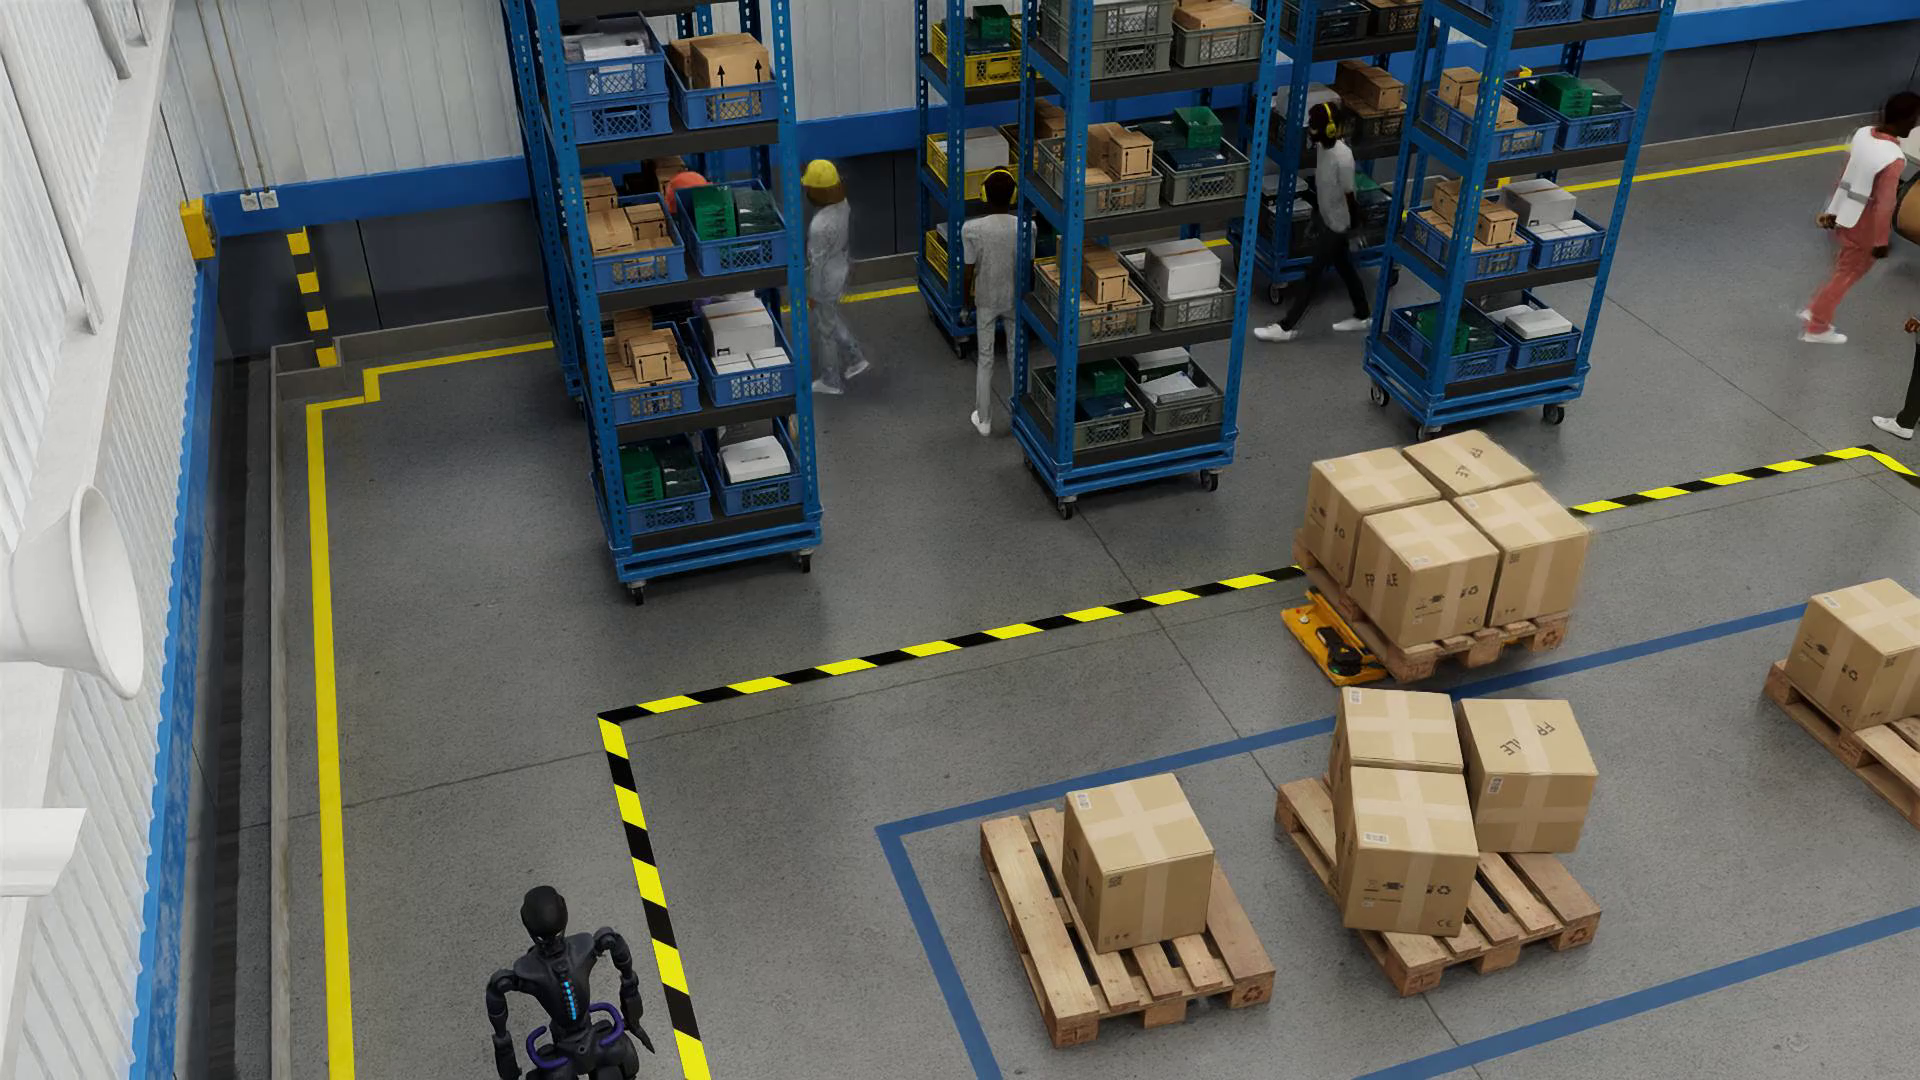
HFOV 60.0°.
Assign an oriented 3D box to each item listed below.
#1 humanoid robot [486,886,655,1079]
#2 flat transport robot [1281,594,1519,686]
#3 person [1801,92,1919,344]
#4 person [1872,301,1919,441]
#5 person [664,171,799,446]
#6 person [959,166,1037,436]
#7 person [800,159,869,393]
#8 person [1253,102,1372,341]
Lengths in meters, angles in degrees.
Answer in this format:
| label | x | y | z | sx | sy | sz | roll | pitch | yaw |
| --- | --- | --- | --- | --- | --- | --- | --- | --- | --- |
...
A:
| label | x | y | z | sx | sy | sz | roll | pitch | yaw |
| --- | --- | --- | --- | --- | --- | --- | --- | --- | --- |
| humanoid robot | -1.420 | 1.902 | 6.123 | 0.599 | 1.657 | 0.315 | -18 | 39 | -24 |
| flat transport robot | 2.619 | 0.422 | 9.433 | 1.431 | 0.197 | 0.652 | -11 | 37 | -15 |
| person | 6.439 | -2.262 | 11.840 | 0.479 | 1.902 | 0.595 | 3 | 35 | 4 |
| person | 6.448 | -1.515 | 10.834 | 0.588 | 1.847 | 0.396 | -9 | 36 | -13 |
| person | -1.549 | -1.477 | 10.676 | 1.022 | 1.962 | 0.682 | 4 | 35 | 6 |
| person | 0.254 | -1.542 | 10.851 | 0.516 | 1.873 | 0.327 | -2 | 35 | -3 |
| person | -0.922 | -1.777 | 11.302 | 0.370 | 1.723 | 0.504 | 11 | 37 | 16 |
| person | 2.659 | -2.279 | 11.967 | 0.947 | 1.792 | 0.554 | -3 | 35 | -5 |
